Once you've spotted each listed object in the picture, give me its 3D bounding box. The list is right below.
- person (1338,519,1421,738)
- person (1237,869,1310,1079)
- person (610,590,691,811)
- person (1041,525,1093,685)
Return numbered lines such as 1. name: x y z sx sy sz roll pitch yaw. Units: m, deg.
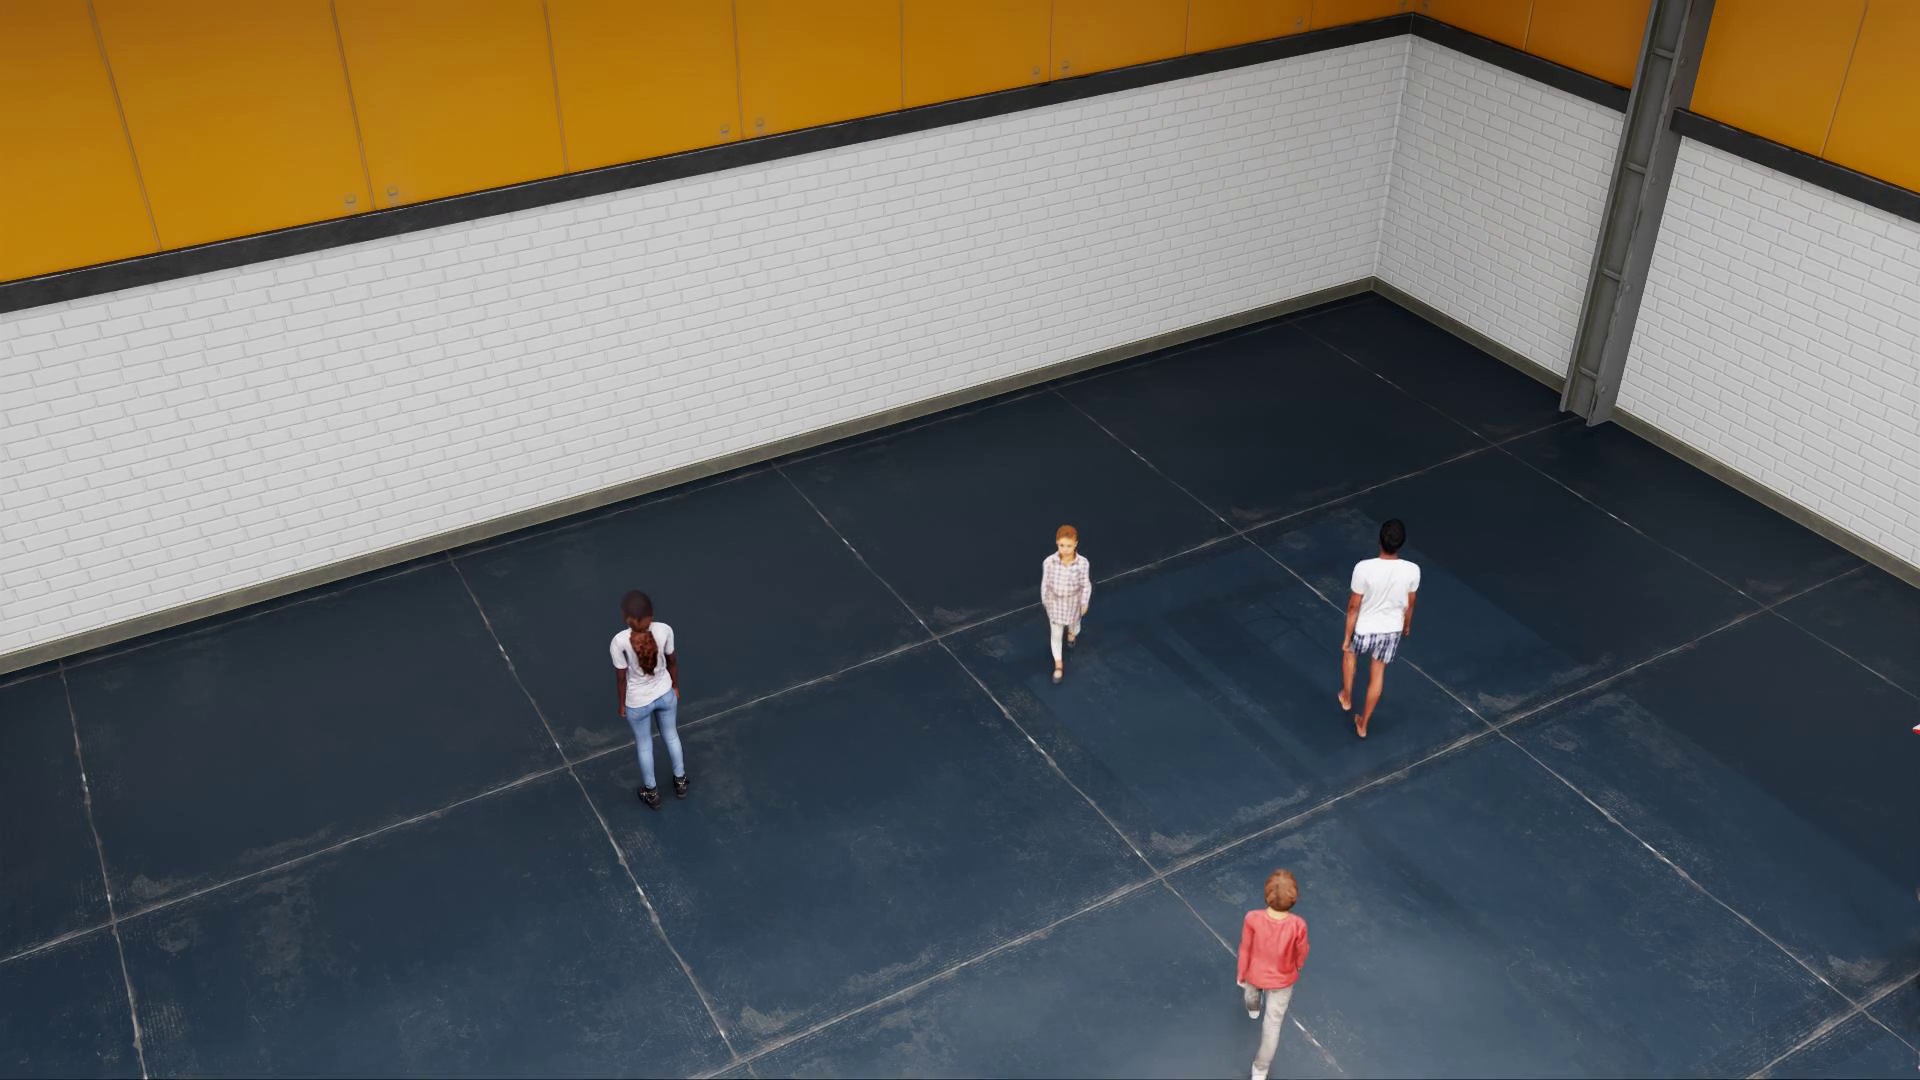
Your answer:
1. person: 2.926 0.675 11.667 0.846 1.709 0.912 4 34 5
2. person: 1.724 2.466 9.268 0.925 1.381 0.970 9 35 14
3. person: -2.068 1.054 11.087 0.582 1.720 0.511 -19 38 -26
4. person: 0.792 0.414 12.428 0.785 1.301 0.885 4 34 6
